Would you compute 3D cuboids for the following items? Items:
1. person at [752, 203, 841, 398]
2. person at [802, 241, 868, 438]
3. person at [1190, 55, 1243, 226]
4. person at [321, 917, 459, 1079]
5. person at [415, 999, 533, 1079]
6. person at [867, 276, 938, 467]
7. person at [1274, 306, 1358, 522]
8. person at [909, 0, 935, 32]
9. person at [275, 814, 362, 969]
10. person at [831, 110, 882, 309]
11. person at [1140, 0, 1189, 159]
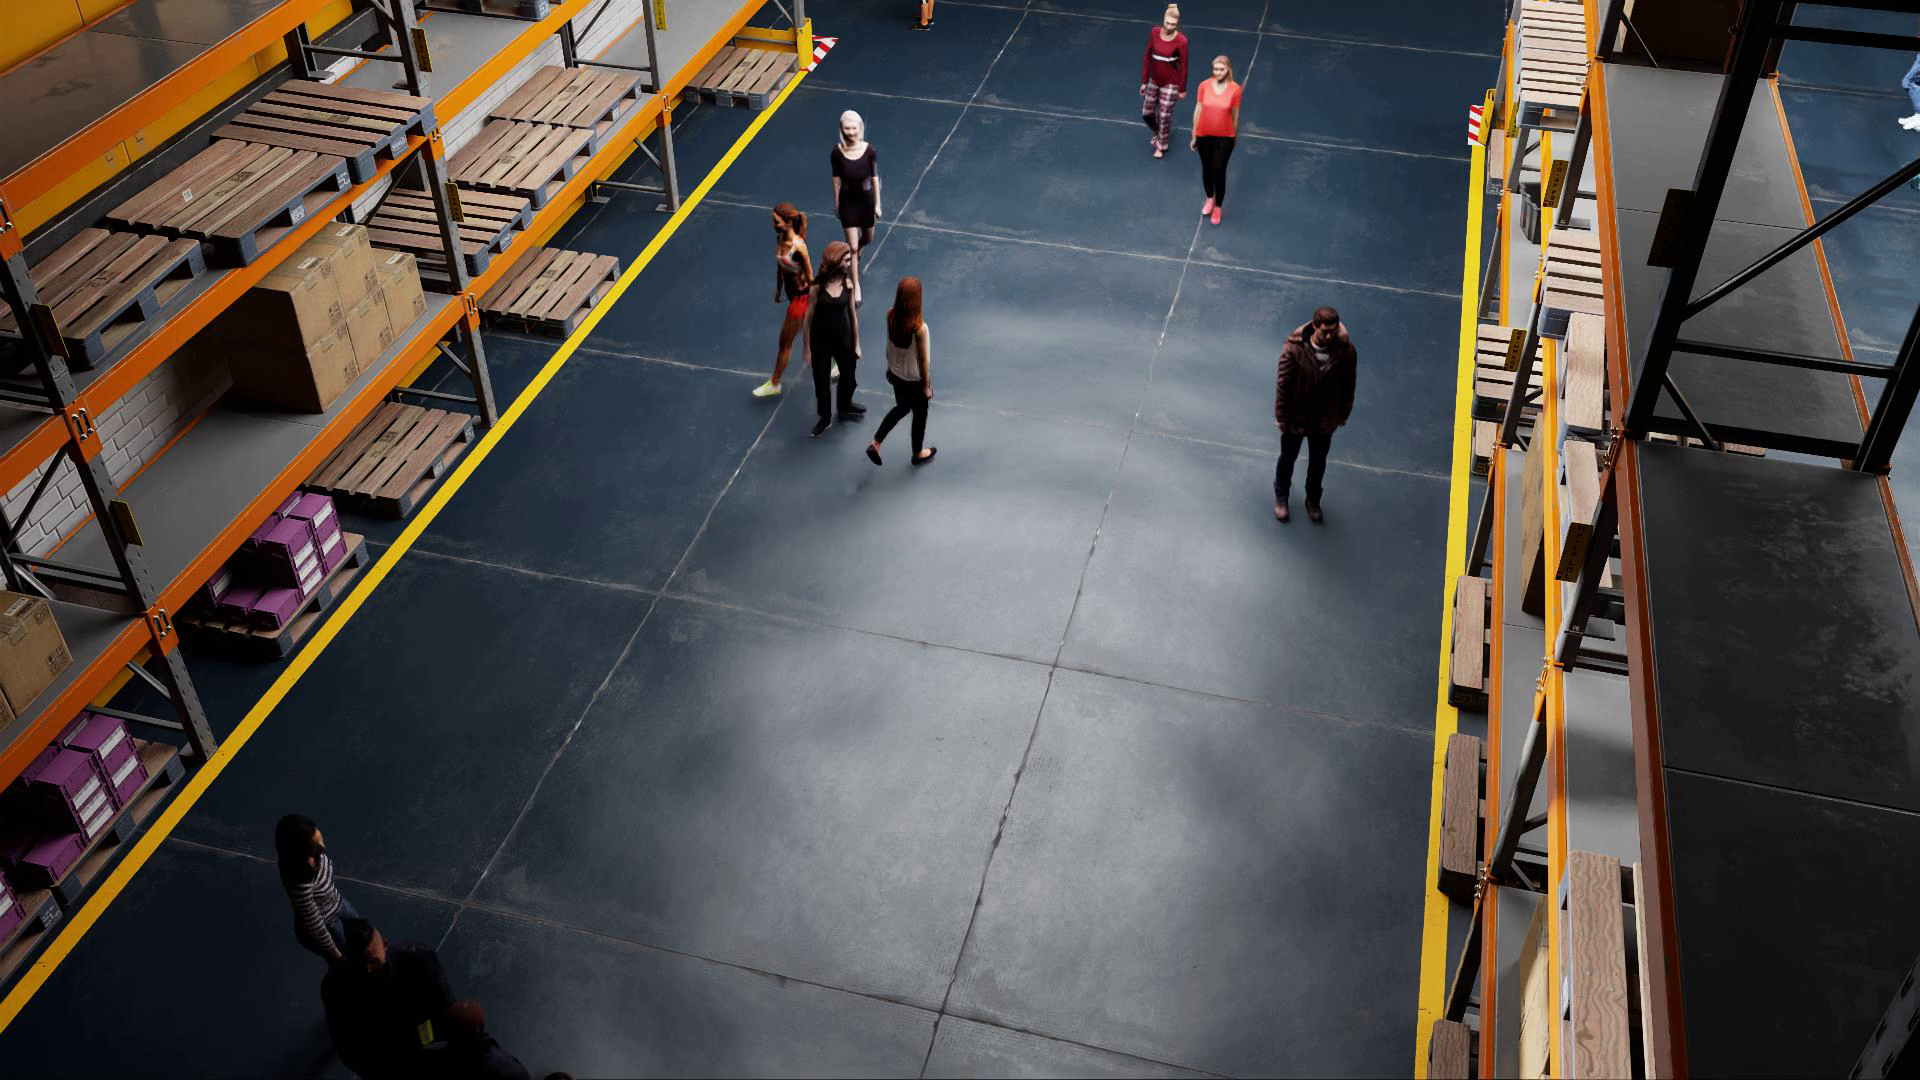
[{"bbox_3d":[-1.264,-2.045,14.031,1.176,1.735,1.126,-20,43,-23],"label":"person"},{"bbox_3d":[-1.102,-1.626,13.518,0.797,1.721,0.834,-7,39,-9],"label":"person"},{"bbox_3d":[2.562,-4.040,16.578,0.633,1.675,0.733,15,41,18],"label":"person"},{"bbox_3d":[-2.793,2.458,8.294,0.918,1.858,0.941,-14,41,-16],"label":"person"},{"bbox_3d":[-2.222,2.811,7.884,0.736,1.818,0.665,12,40,14],"label":"person"},{"bbox_3d":[-0.469,-1.254,13.065,0.985,1.705,0.862,-28,47,-31],"label":"person"},{"bbox_3d":[2.635,-0.982,12.614,0.828,1.842,0.776,0,39,0],"label":"person"},{"bbox_3d":[-0.456,-7.137,20.461,0.644,1.667,0.470,11,40,14],"label":"person"},{"bbox_3d":[-3.401,2.098,8.818,0.884,1.766,0.766,-18,42,-22],"label":"person"},{"bbox_3d":[-0.949,-3.109,15.303,0.871,1.810,1.115,-6,39,-8],"label":"person"},{"bbox_3d":[2.181,-4.878,17.615,0.727,1.689,0.751,21,43,24],"label":"person"}]
